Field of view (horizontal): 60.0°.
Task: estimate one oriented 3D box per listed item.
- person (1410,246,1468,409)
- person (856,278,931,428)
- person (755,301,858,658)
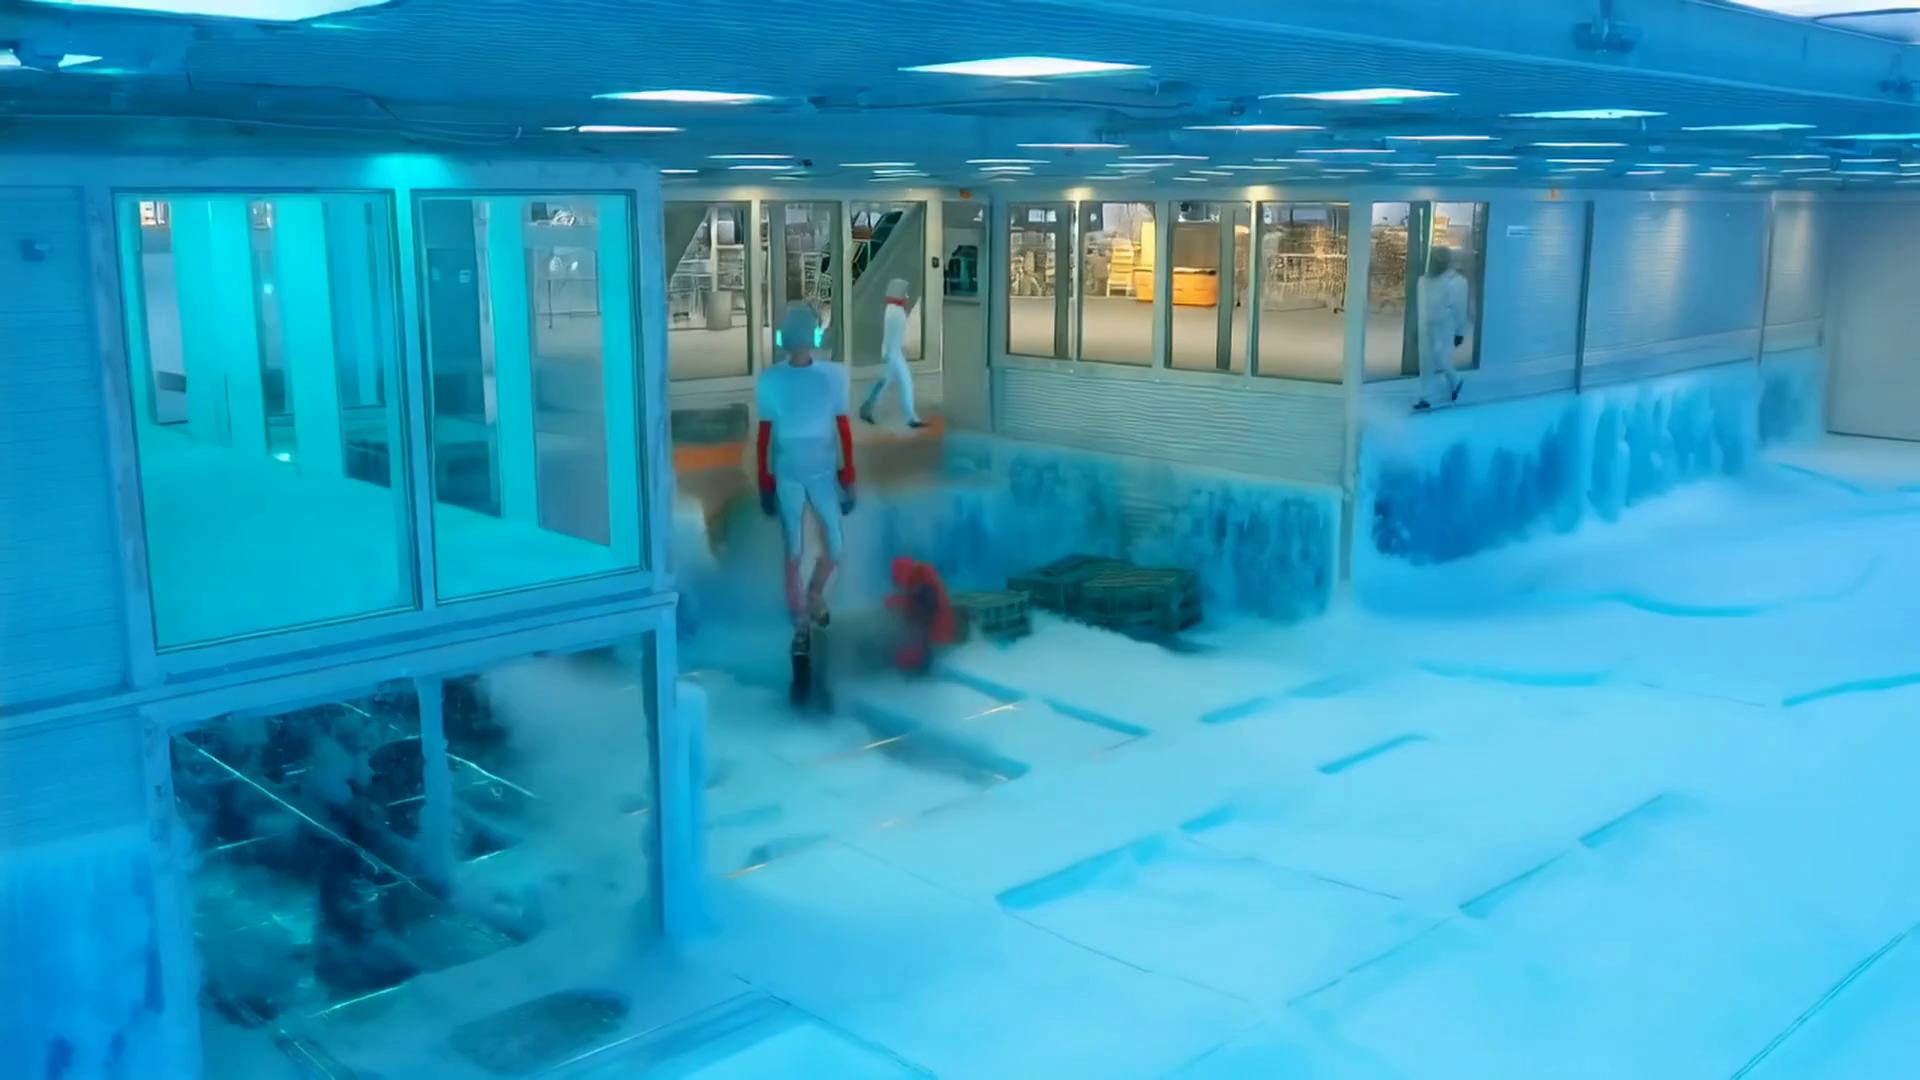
[{"bbox_3d":[5.562,-2.460,19.332,0.564,1.890,0.649,-9,14,-37],"label":"person"},{"bbox_3d":[-0.739,-1.992,17.736,0.820,1.603,0.508,2,11,10],"label":"person"},{"bbox_3d":[-0.810,-0.332,8.764,0.535,1.856,0.502,-1,11,-7],"label":"person"}]
